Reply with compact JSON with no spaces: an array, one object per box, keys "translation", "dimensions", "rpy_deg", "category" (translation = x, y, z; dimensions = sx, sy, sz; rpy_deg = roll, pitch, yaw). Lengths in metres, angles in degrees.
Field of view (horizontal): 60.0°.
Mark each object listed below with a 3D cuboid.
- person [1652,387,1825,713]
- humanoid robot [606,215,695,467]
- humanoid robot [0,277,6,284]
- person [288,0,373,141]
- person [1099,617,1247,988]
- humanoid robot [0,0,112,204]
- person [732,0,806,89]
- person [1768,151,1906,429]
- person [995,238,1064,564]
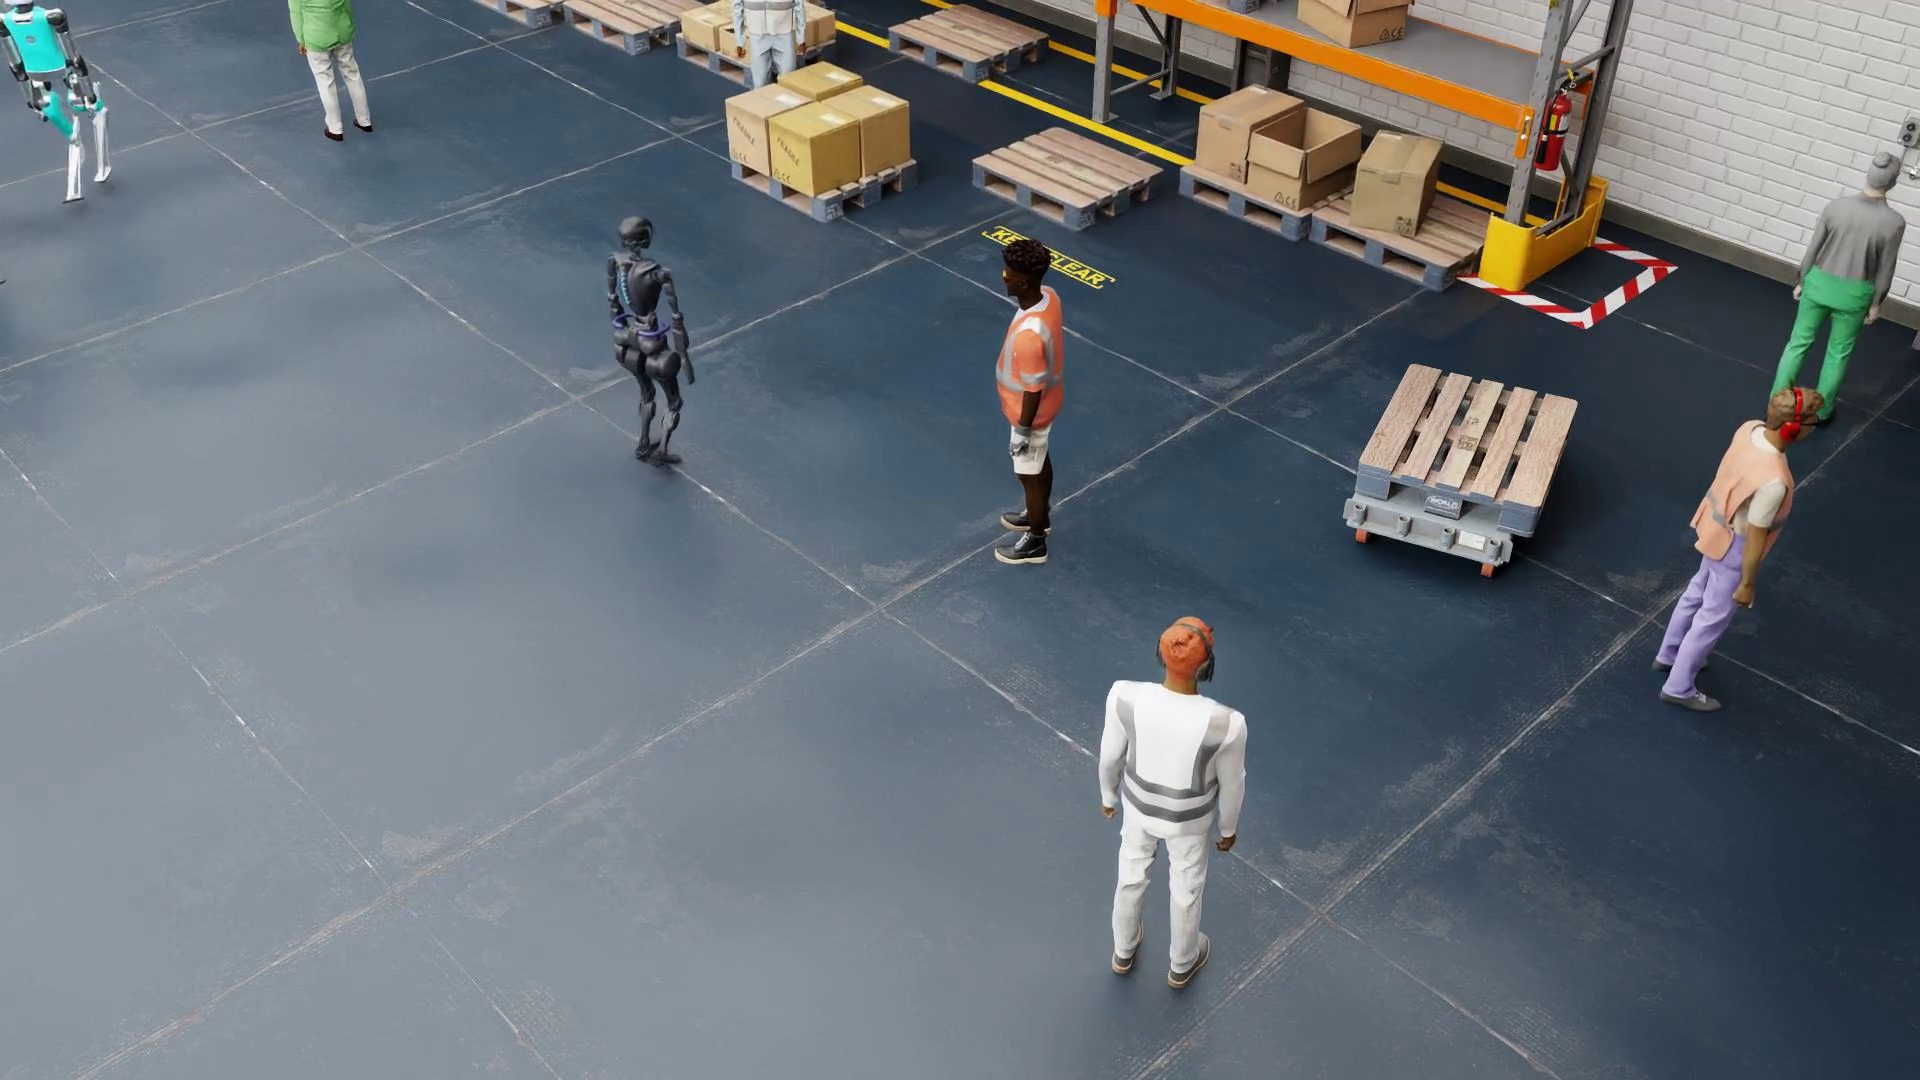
[{"translation":[3.786,0.045,8.172],"dimensions":[0.378,1.838,0.564],"rpy_deg":[6,37,8],"category":"person"},{"translation":[-1.845,-1.173,9.911],"dimensions":[0.589,1.641,0.371],"rpy_deg":[20,41,24],"category":"humanoid robot"},{"translation":[-7.155,-2.570,11.765],"dimensions":[0.584,1.650,0.424],"rpy_deg":[11,38,14],"category":"humanoid robot"},{"translation":[-5.287,-4.228,13.886],"dimensions":[0.389,1.778,0.534],"rpy_deg":[28,45,32],"category":"person"},{"translation":[0.847,1.090,6.751],"dimensions":[0.583,1.882,0.337],"rpy_deg":[13,39,17],"category":"person"},{"translation":[-6.967,-3.496,12.934],"dimensions":[0.546,1.742,0.966],"rpy_deg":[-5,37,-7],"category":"humanoid robot"},{"translation":[-1.559,-4.154,13.677],"dimensions":[0.595,1.909,0.410],"rpy_deg":[-3,37,-4],"category":"person"},{"translation":[5.445,-1.550,10.282],"dimensions":[0.523,1.839,0.324],"rpy_deg":[26,44,30],"category":"person"},{"translation":[0.378,-0.744,9.112],"dimensions":[0.367,1.964,0.608],"rpy_deg":[7,38,9],"category":"person"}]
